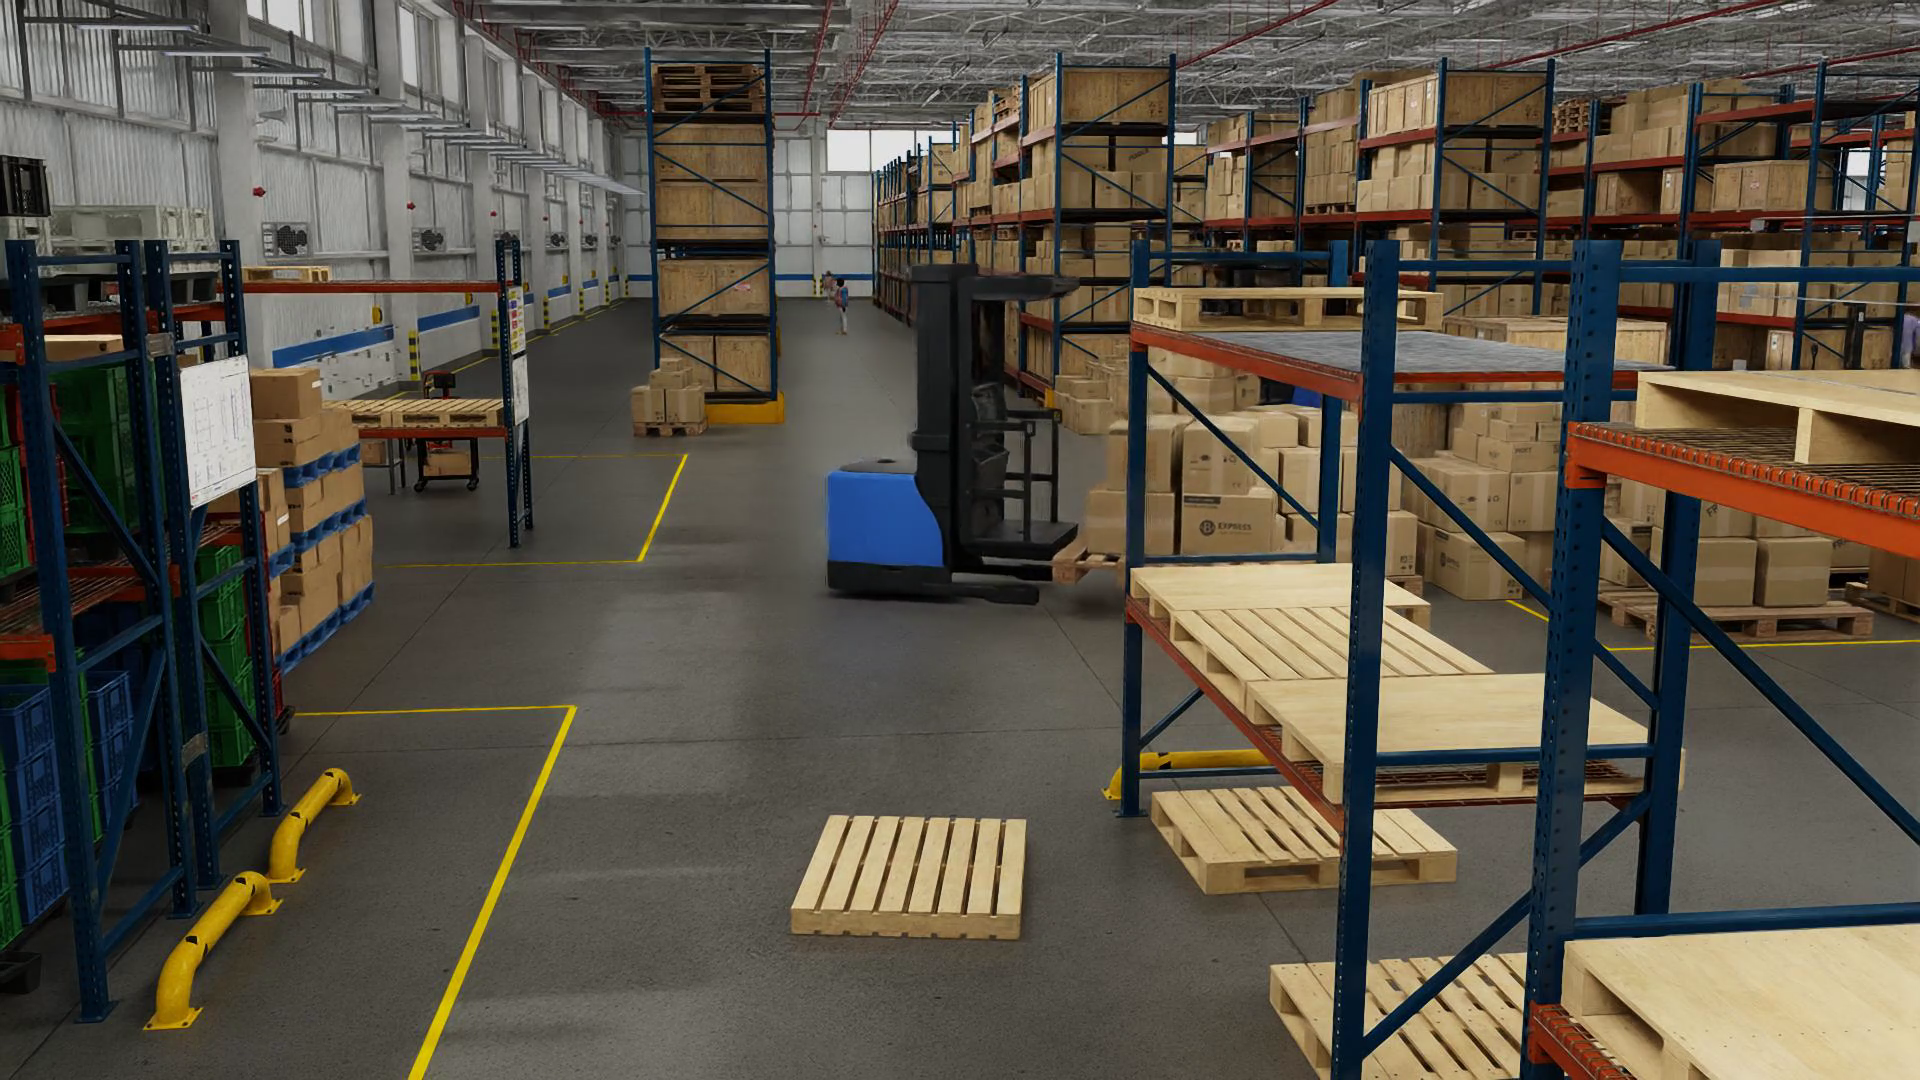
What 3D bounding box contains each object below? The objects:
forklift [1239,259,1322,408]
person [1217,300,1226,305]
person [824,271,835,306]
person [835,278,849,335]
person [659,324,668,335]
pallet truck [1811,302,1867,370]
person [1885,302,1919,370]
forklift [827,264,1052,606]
[{"bbox_3d":[4.734,-2.994,25.524,1.129,2.768,1.873,8,13,38],"label":"forklift"},{"bbox_3d":[9.552,-8.799,60.776,0.331,1.768,0.526,8,13,39],"label":"person"},{"bbox_3d":[-6.029,-11.681,77.138,0.547,1.618,0.528,-10,14,-43],"label":"person"},{"bbox_3d":[-3.809,-7.520,53.517,0.429,1.836,0.632,-3,11,-18],"label":"person"},{"bbox_3d":[-7.814,-5.832,43.951,0.446,1.900,0.621,3,11,18],"label":"person"},{"bbox_3d":[15.846,-3.142,28.793,1.885,1.965,0.823,2,10,12],"label":"pallet truck"},{"bbox_3d":[17.930,-3.610,31.693,0.653,1.895,1.007,1,10,7],"label":"person"},{"bbox_3d":[-0.120,-0.952,14.209,1.873,2.768,1.129,3,11,16],"label":"forklift"}]
